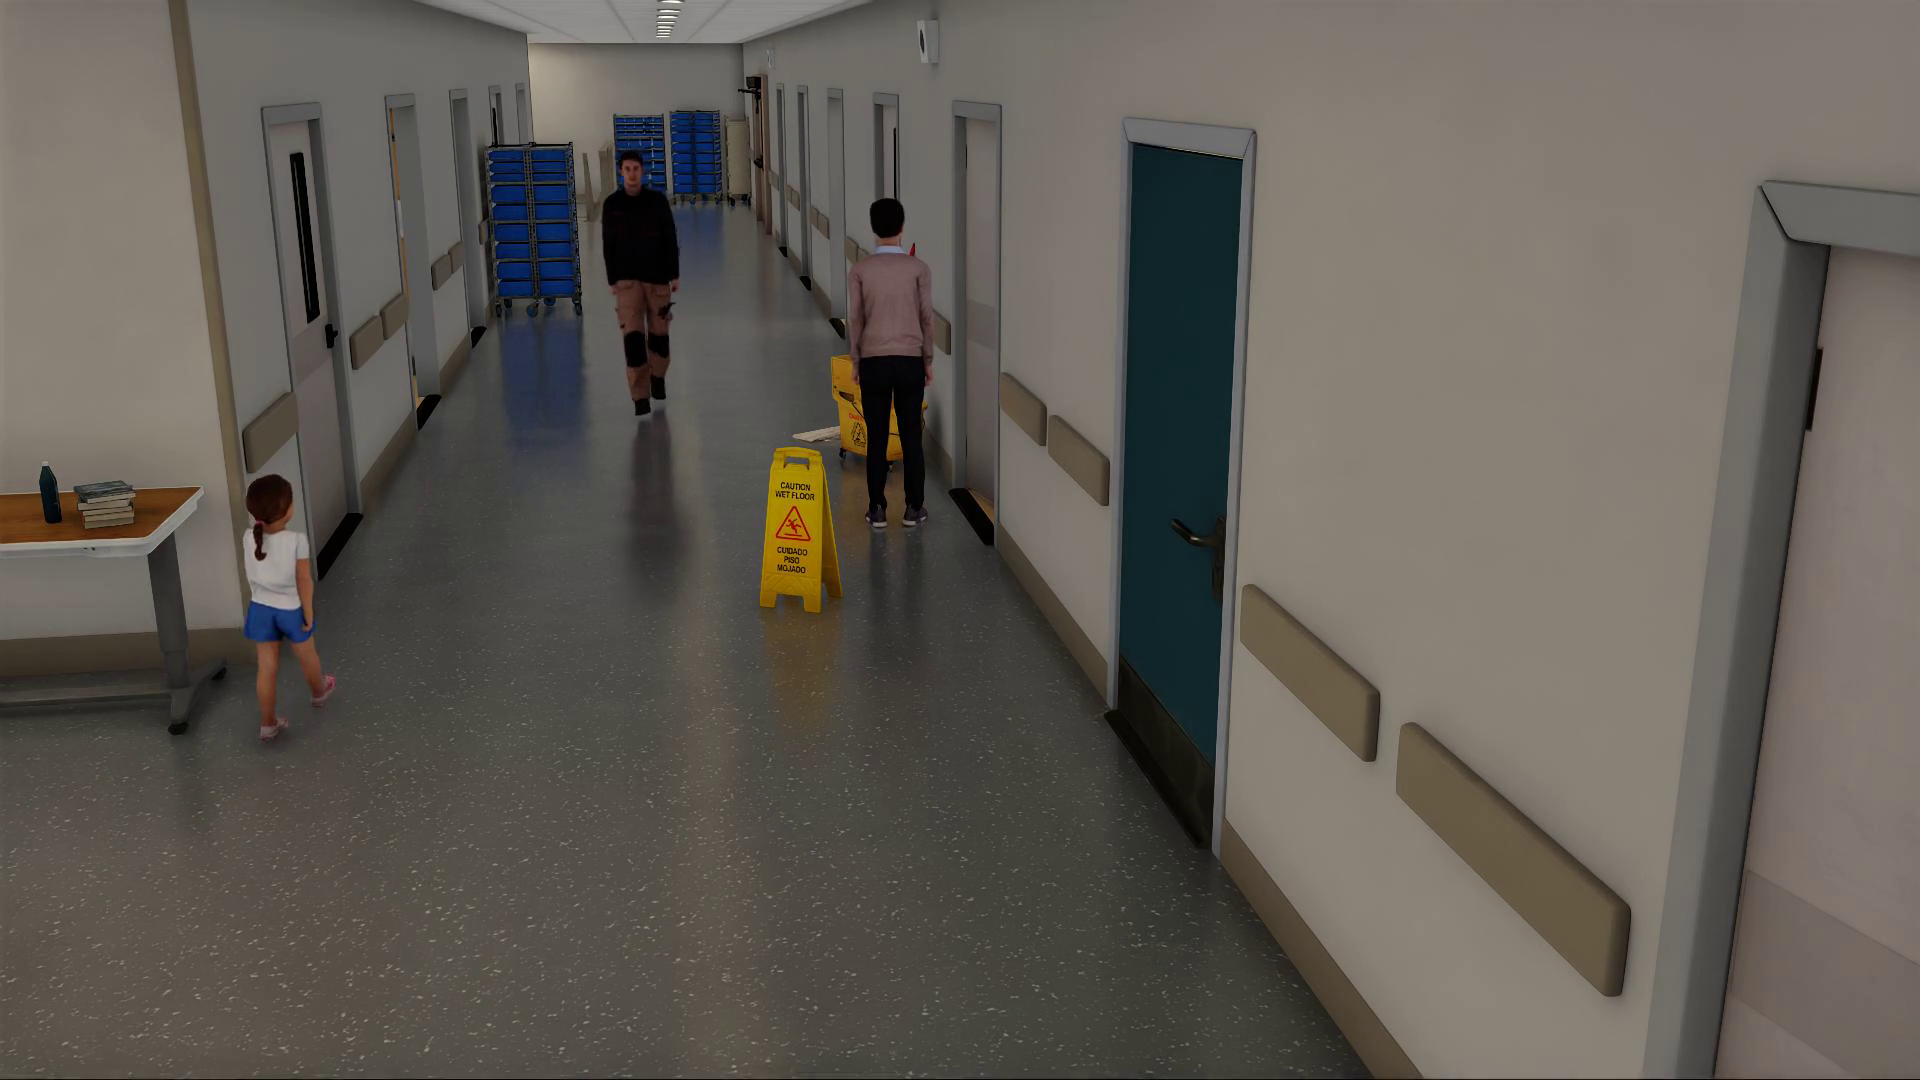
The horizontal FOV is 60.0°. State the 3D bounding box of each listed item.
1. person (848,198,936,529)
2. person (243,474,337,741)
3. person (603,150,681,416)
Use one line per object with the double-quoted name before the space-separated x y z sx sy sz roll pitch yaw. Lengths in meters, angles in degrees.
"person" -0.380 -0.974 9.210 0.653 1.807 0.593 0 16 -1
"person" -2.605 0.270 6.302 0.490 0.991 0.739 0 16 0
"person" -2.342 -1.907 12.370 0.688 1.889 1.216 -3 16 -10
